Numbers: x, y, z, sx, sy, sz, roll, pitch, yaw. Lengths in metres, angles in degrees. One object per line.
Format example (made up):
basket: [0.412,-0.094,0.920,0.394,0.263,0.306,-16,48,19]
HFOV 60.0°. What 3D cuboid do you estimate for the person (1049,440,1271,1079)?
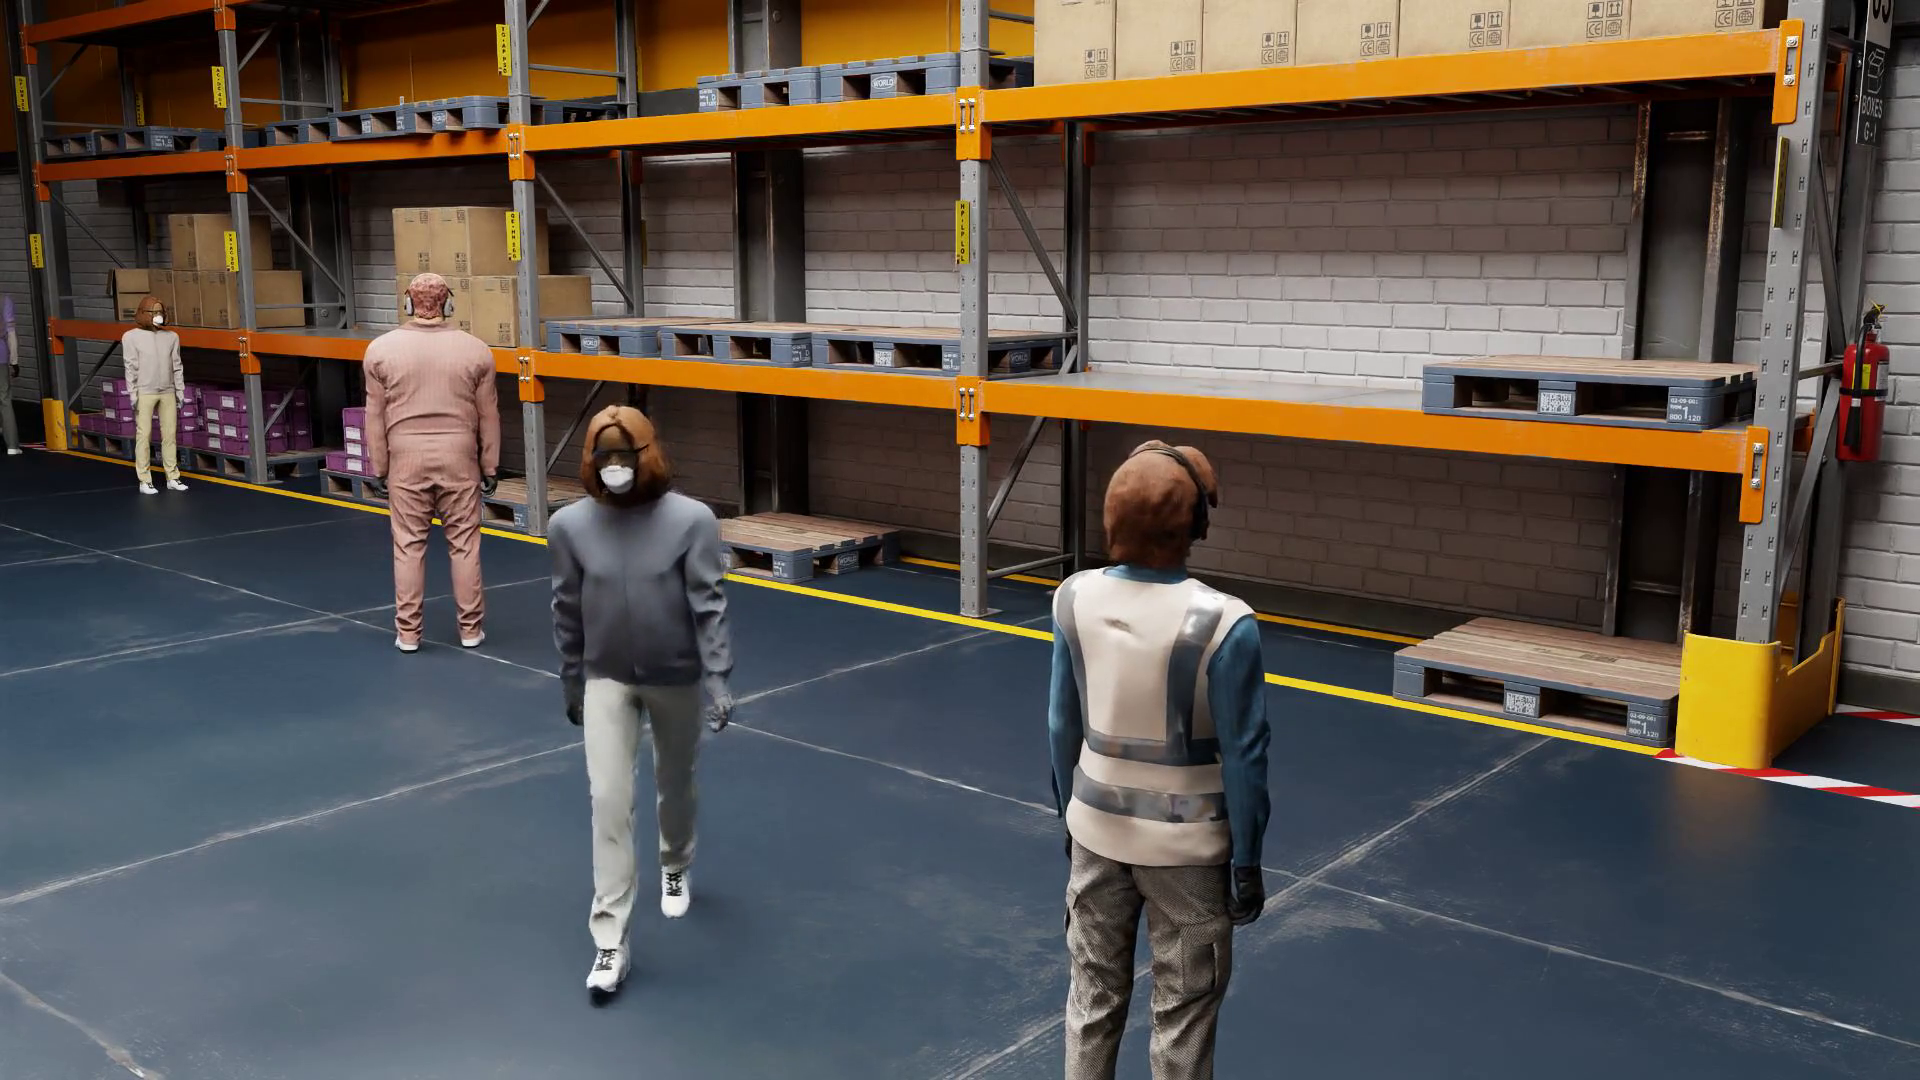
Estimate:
person: [0.394,0.620,3.380,0.514,1.645,0.309,9,13,41]

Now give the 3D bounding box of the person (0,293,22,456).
person: [-9.430,-1.750,16.086,0.585,1.921,0.383,-6,11,-29]

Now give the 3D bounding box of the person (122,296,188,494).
person: [-6.662,-1.197,13.780,0.276,1.629,0.497,7,12,34]

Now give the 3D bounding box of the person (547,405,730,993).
person: [-0.911,0.404,4.759,0.514,1.587,0.852,-1,10,-4]

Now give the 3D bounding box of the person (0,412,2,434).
person: [-10.642,-2.064,18.015,0.520,1.874,0.327,-4,11,-19]

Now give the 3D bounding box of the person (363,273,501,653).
person: [-2.642,-0.382,8.376,0.646,1.901,0.401,-3,10,-17]
